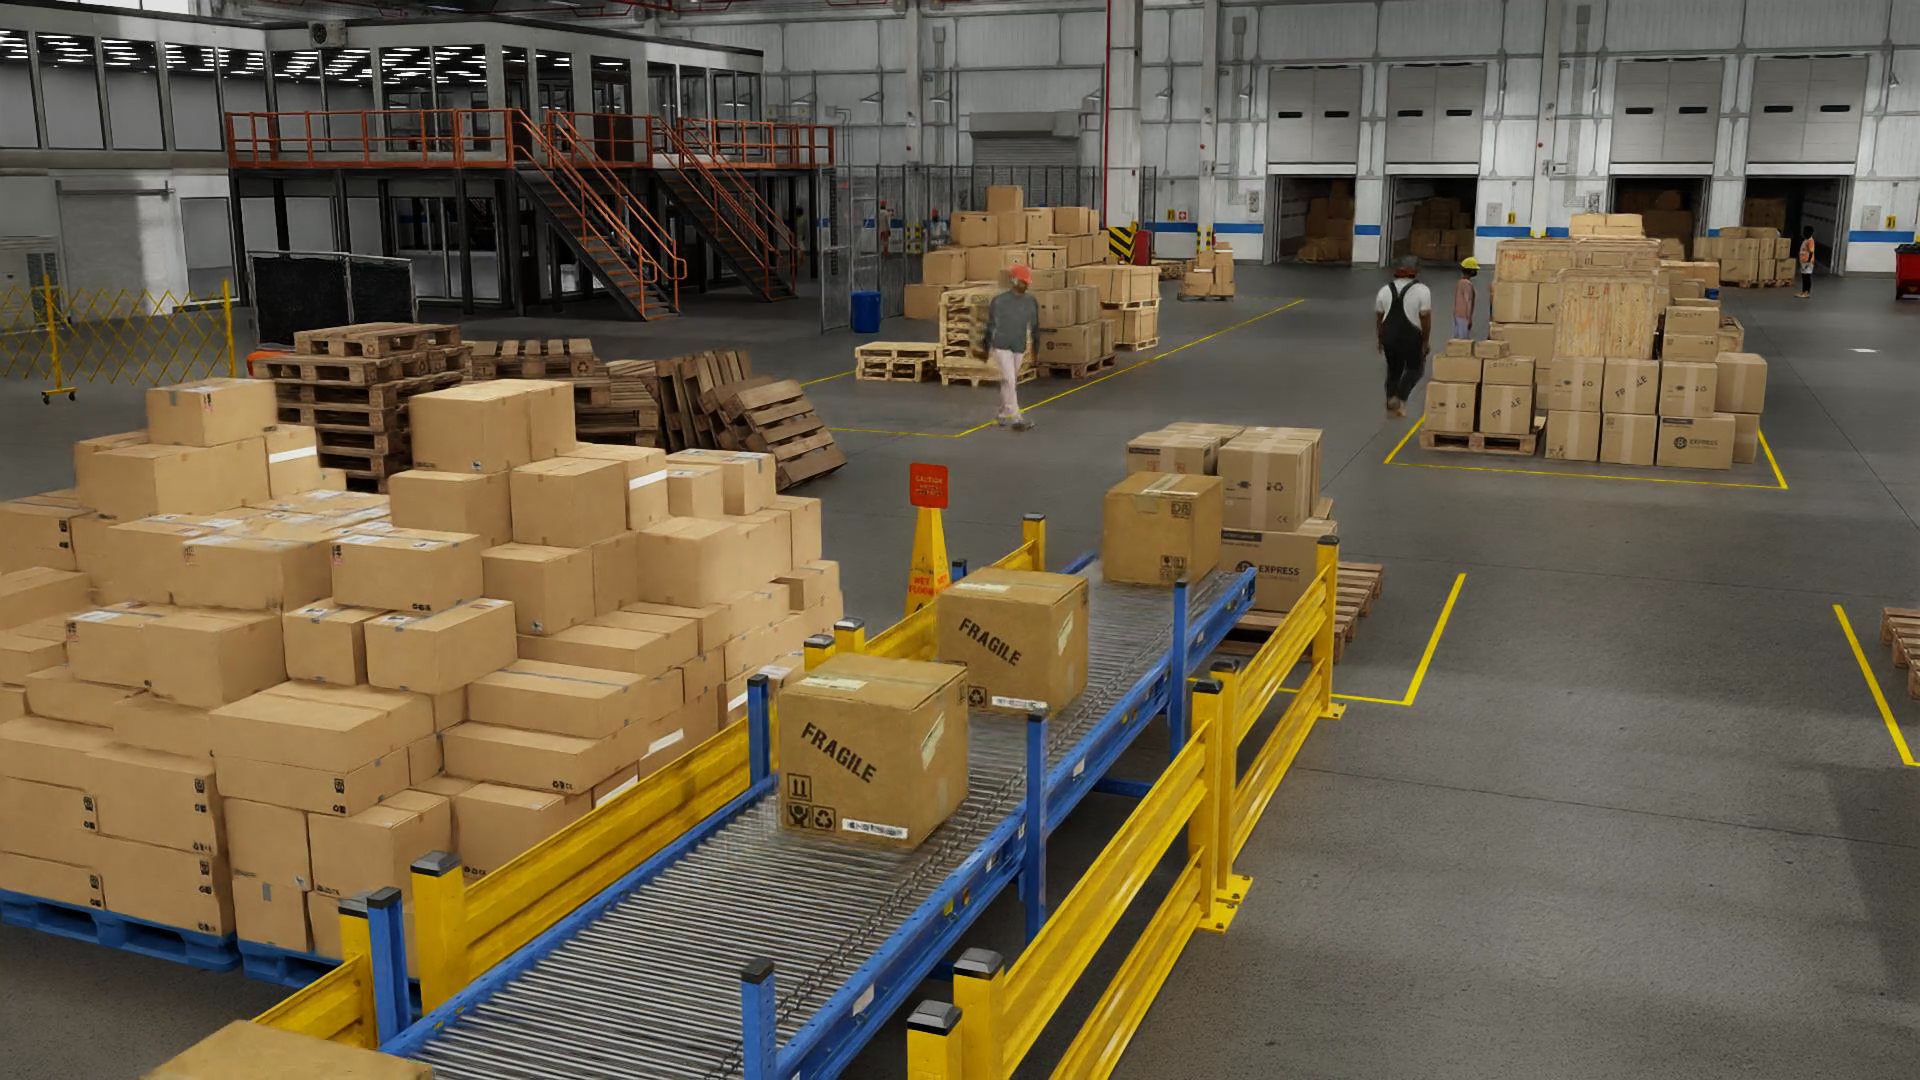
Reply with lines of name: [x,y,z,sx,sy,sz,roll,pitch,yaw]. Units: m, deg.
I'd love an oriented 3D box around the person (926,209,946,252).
person: [-0.706,-8.308,46.630,0.568,1.913,0.604,4,13,19]

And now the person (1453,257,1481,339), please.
person: [7.316,-3.201,24.066,0.326,1.767,0.533,0,13,-1]

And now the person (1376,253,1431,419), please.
person: [5.378,-2.459,20.117,0.599,2.000,0.722,-12,17,-43]

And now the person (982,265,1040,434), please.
person: [0.596,-2.210,19.230,0.651,1.927,1.051,-7,14,-27]

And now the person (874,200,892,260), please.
person: [-2.579,-10.379,55.740,0.612,1.997,0.375,7,14,28]

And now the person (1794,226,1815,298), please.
person: [20.020,-6.568,39.336,0.320,1.690,0.537,3,13,13]

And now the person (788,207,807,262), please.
person: [-5.349,-9.983,54.453,0.696,1.784,0.883,1,13,6]

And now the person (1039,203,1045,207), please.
person: [2.659,-9.918,53.801,0.610,1.936,0.410,0,13,2]
